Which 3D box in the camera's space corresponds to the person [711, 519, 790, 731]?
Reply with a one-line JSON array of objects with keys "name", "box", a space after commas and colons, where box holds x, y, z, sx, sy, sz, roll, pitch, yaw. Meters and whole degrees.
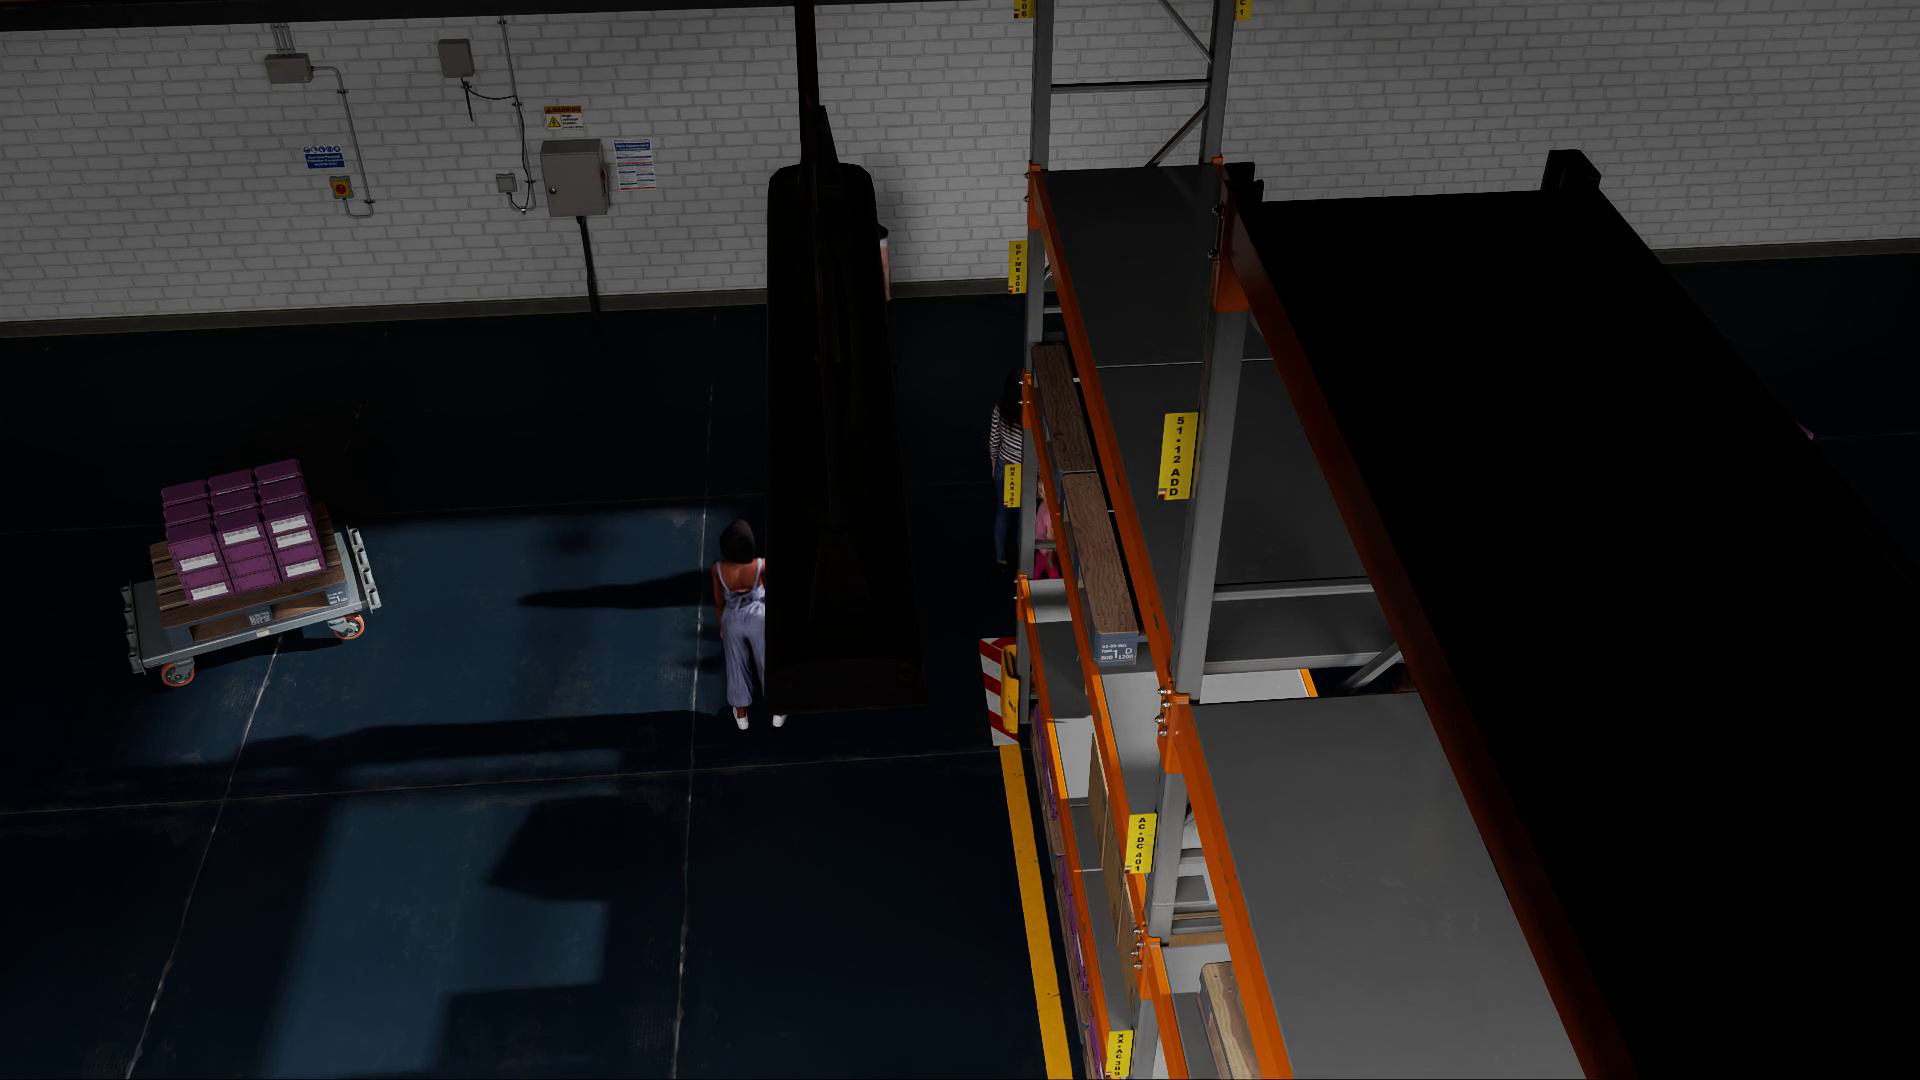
[{"name": "person", "box": [-1.370, 0.554, 10.797, 0.583, 1.696, 0.528, -1, 39, -1]}]

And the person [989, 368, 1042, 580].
[{"name": "person", "box": [0.407, -0.453, 11.980, 0.673, 1.794, 0.714, 24, 44, 27]}]
